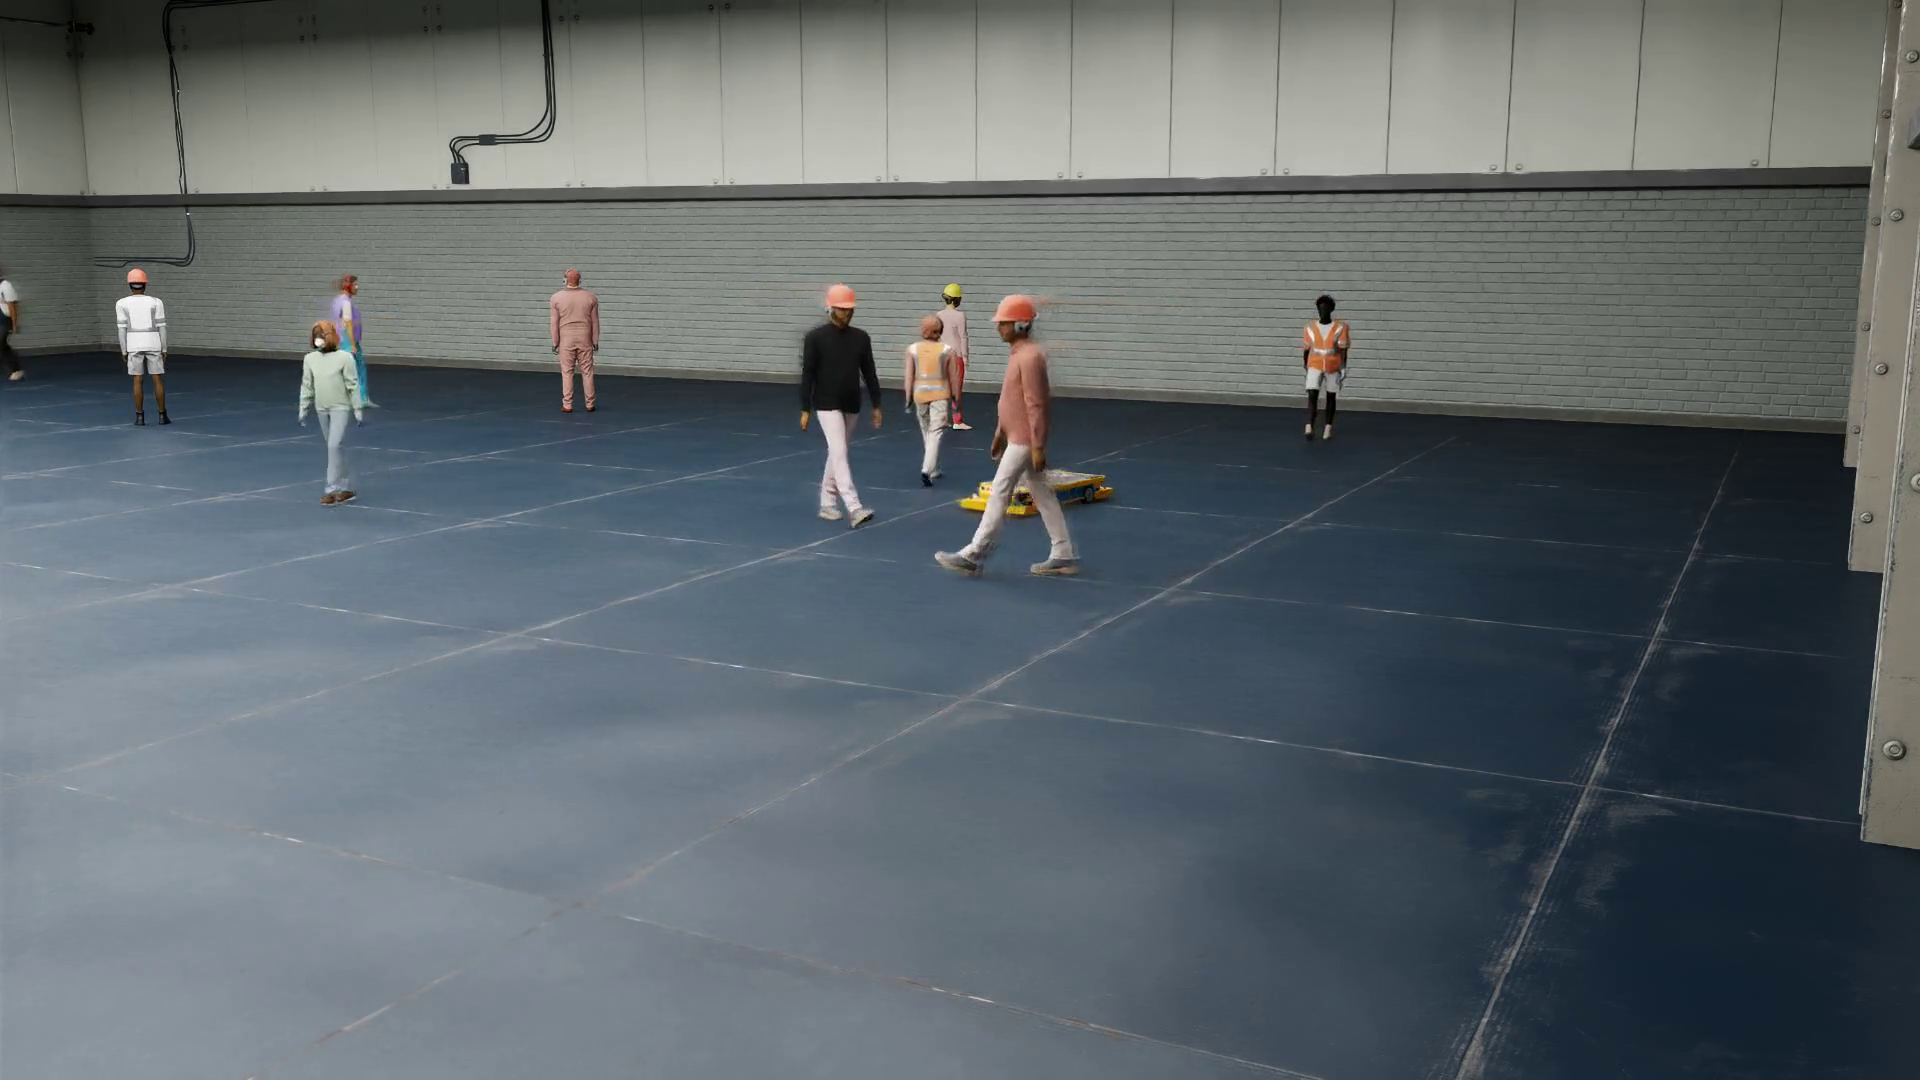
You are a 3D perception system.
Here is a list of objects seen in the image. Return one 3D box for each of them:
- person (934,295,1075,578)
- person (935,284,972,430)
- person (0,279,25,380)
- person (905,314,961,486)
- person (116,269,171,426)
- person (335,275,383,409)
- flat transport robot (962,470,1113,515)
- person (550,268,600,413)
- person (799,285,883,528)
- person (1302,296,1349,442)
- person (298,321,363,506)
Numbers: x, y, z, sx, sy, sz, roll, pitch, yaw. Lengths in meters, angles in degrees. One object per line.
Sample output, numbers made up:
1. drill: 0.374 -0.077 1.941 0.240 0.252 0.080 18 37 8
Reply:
1. person: 0.346 -0.700 11.421 1.009 1.937 0.651 -1 10 -3
2. person: -0.094 -2.210 20.145 0.524 1.769 0.314 9 14 41
3. person: -15.461 -3.553 26.719 0.694 2.000 0.971 3 11 15
4. person: -0.274 -1.332 15.784 0.531 1.608 0.812 3 11 16
5. person: -10.118 -2.384 20.620 0.542 1.940 0.355 -5 11 -24
6. person: -8.246 -2.646 22.349 0.775 1.823 0.578 -4 11 -19
7. flat transport robot: 0.694 -0.430 14.518 0.652 0.197 1.431 7 13 35
8. person: -5.123 -2.649 22.140 0.650 1.913 0.409 -4 11 -22
9. person: -0.909 -1.077 13.462 0.651 1.942 0.995 -8 13 -36
10. person: 4.156 -1.941 18.982 0.537 1.652 0.858 3 11 15
11. person: -5.527 -1.091 14.453 0.530 1.603 0.739 3 11 17
